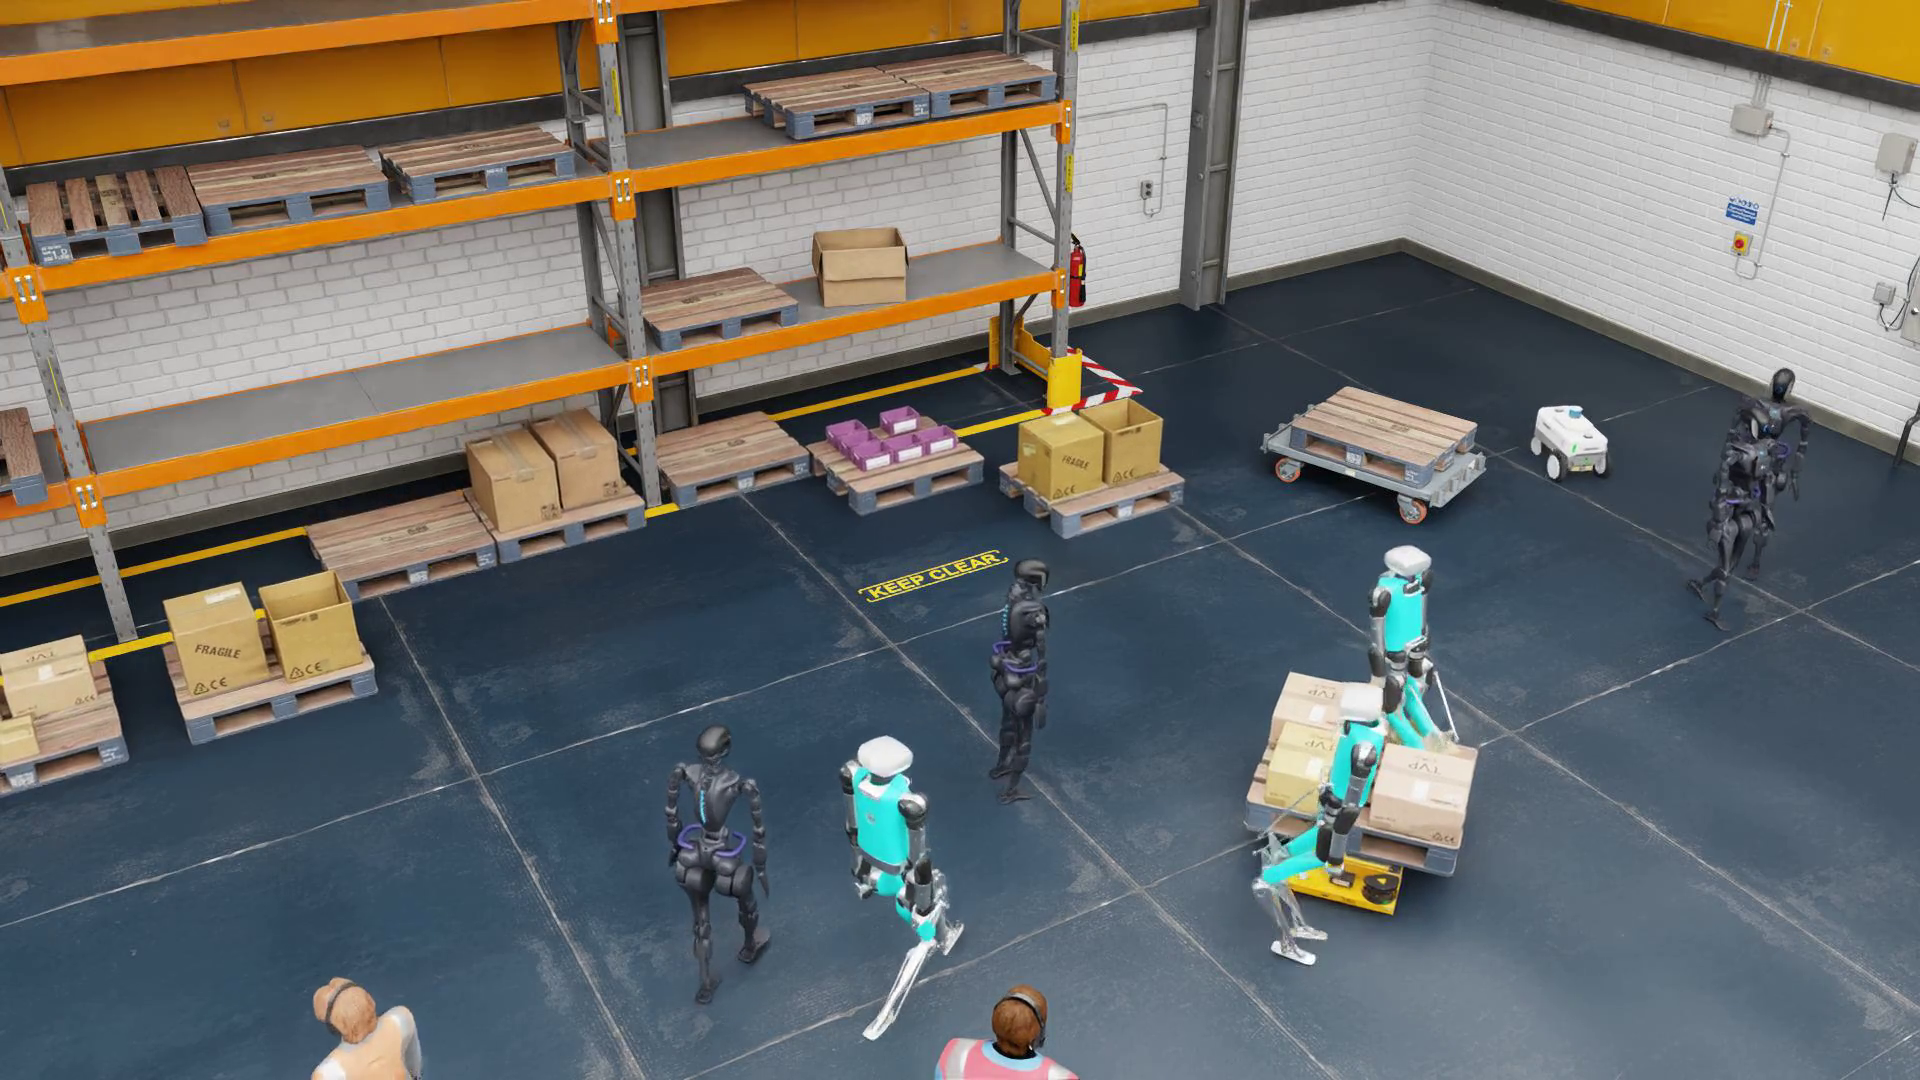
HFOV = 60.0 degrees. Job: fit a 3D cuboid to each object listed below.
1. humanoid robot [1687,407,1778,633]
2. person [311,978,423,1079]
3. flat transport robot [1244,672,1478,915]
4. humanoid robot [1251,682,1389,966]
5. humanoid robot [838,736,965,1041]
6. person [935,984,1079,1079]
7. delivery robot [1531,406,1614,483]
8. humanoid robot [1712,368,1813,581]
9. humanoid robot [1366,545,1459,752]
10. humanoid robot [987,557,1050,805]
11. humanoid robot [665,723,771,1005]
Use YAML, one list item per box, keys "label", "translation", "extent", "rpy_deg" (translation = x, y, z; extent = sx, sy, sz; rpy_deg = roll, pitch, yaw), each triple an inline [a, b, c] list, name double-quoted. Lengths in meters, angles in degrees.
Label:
- label: "humanoid robot"
  translation: [5.577, -0.186, 11.904]
  extent: [0.599, 1.657, 0.599]
  rpy_deg: [-14, 32, -23]
- label: "person"
  translation: [-2.483, 2.510, 7.173]
  extent: [0.850, 1.592, 0.519]
  rpy_deg: [24, 37, 35]
- label: "flat transport robot"
  translation: [2.399, 1.671, 10.016]
  extent: [0.659, 0.231, 1.431]
  rpy_deg: [11, 31, 19]
- label: "humanoid robot"
  translation: [1.817, 1.510, 8.806]
  extent: [0.722, 1.785, 0.531]
  rpy_deg: [6, 30, 10]
- label: "humanoid robot"
  translation: [-0.188, 1.667, 8.594]
  extent: [0.530, 1.784, 1.028]
  rpy_deg: [23, 37, 34]
- label: "person"
  translation: [0.211, 2.563, 6.856]
  extent: [0.629, 1.836, 0.431]
  rpy_deg: [10, 31, 18]
- label: "delivery robot"
  translation: [5.210, -0.837, 14.177]
  extent: [0.499, 0.606, 0.796]
  rpy_deg: [-4, 30, -8]
- label: "humanoid robot"
  translation: [6.043, -0.551, 12.551]
  extent: [0.613, 1.643, 0.621]
  rpy_deg: [15, 33, 24]
- label: "humanoid robot"
  translation: [2.753, 0.962, 9.804]
  extent: [0.583, 1.800, 0.856]
  rpy_deg: [-25, 38, -37]
- label: "humanoid robot"
  translation: [0.362, 0.827, 10.082]
  extent: [0.331, 1.648, 0.590]
  rpy_deg: [-12, 32, -20]
- label: "humanoid robot"
  translation: [-1.263, 1.634, 8.661]
  extent: [0.588, 1.643, 0.582]
  rpy_deg: [8, 30, 14]
